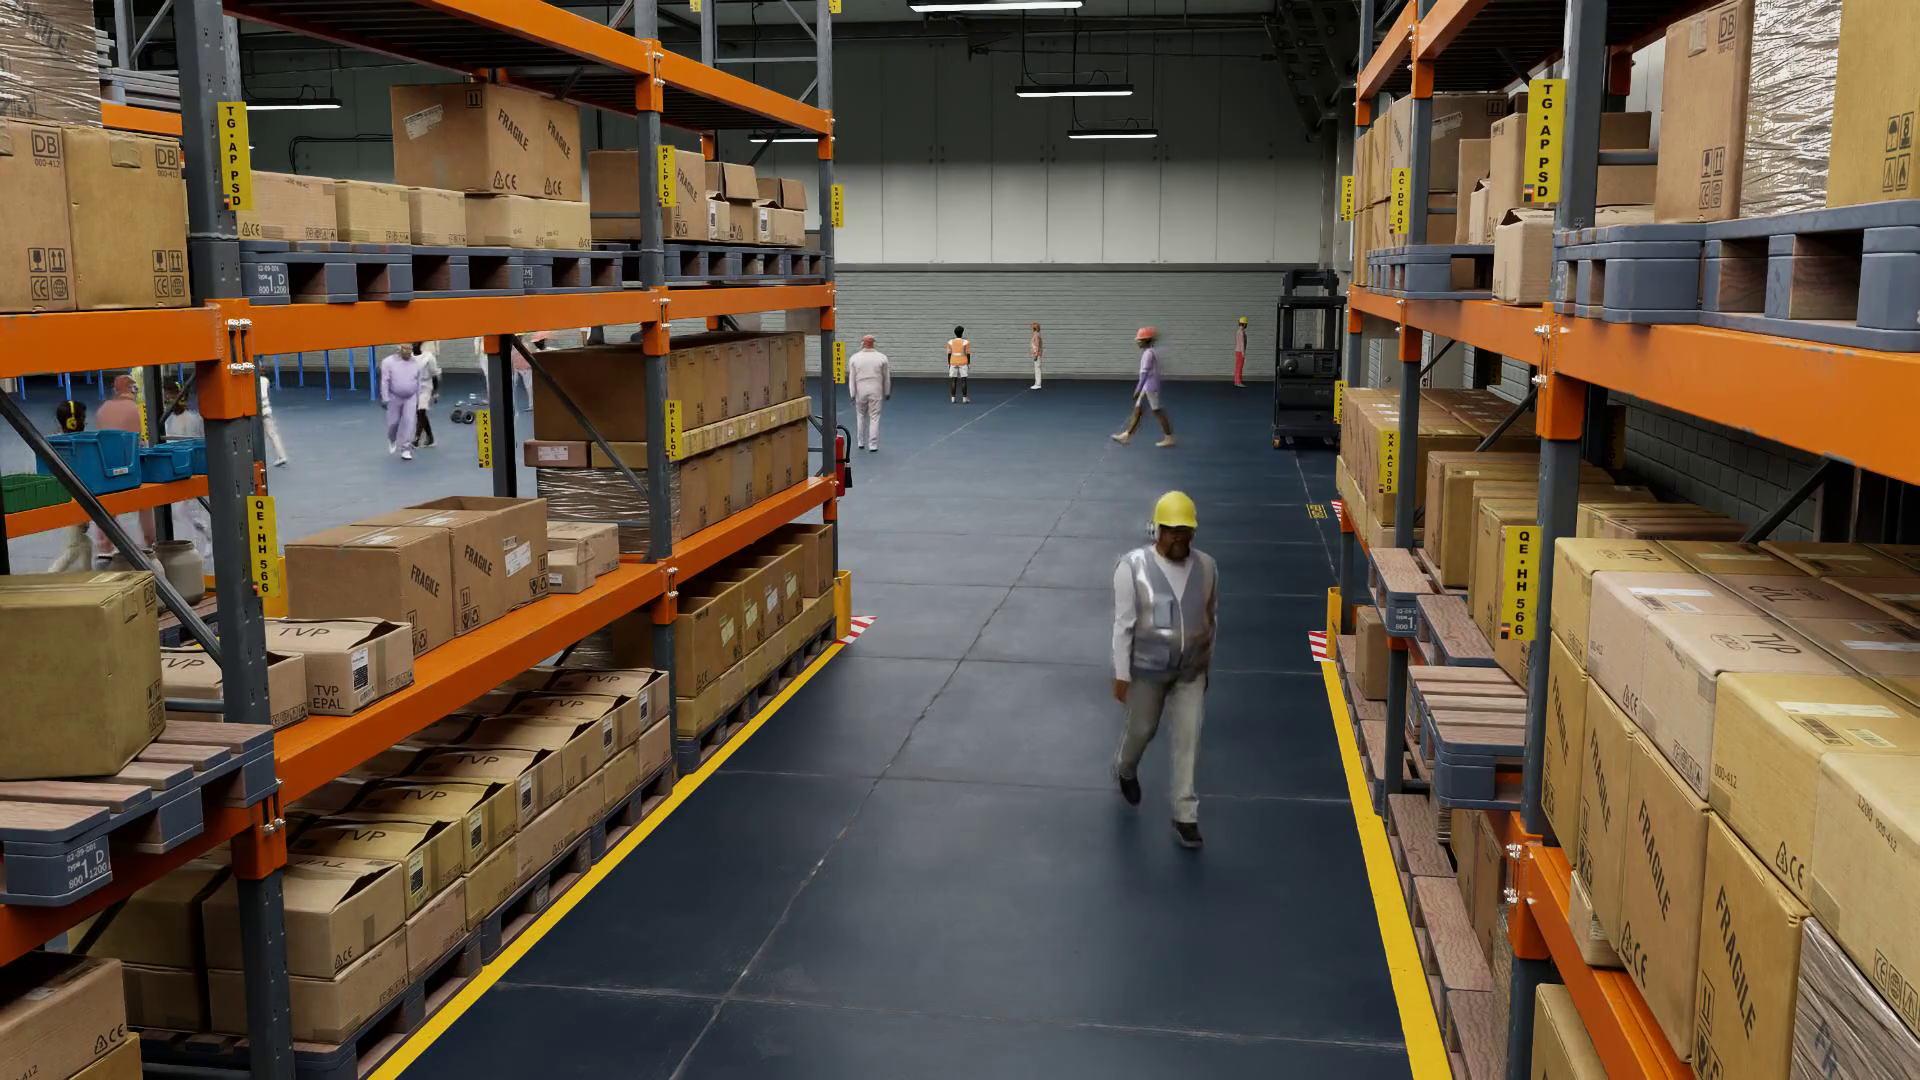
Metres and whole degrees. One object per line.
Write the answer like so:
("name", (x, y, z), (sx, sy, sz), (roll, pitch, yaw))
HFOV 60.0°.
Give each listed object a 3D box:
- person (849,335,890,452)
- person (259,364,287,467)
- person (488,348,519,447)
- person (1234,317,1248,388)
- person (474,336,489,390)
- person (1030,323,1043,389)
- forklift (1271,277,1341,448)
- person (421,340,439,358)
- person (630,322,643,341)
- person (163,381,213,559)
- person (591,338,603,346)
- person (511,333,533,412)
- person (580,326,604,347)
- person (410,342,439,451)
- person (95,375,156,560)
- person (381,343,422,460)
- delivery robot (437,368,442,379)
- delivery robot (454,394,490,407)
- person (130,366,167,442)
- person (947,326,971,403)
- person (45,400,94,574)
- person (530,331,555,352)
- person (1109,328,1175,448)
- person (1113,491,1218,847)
("person", (-1.474, -2.403, 27.186), (0.649, 1.868, 0.858), (0, 9, 1))
("person", (-10.479, -1.892, 24.870), (0.877, 1.593, 0.519), (4, 10, 24))
("person", (-7.502, -2.401, 27.329), (0.630, 1.811, 0.445), (7, 12, 38))
("person", (7.070, -4.717, 41.757), (0.309, 1.769, 0.523), (0, 9, -3))
("person", (-11.521, -4.615, 40.642), (0.626, 1.924, 0.706), (-6, 11, -32))
("person", (1.893, -4.554, 41.146), (0.315, 1.638, 0.515), (0, 9, 2))
("forklift", (5.847, -3.016, 27.970), (1.129, 2.768, 1.873), (1, 9, 9))
("person", (-13.728, -4.863, 43.142), (0.662, 1.608, 0.512), (8, 12, 40))
("person", (-6.580, -3.690, 34.713), (0.625, 1.992, 0.388), (-5, 10, -26))
("person", (-7.584, -0.637, 16.332), (0.509, 1.852, 0.546), (-8, 12, -39))
("person", (-6.729, -2.965, 31.226), (0.535, 1.674, 0.707), (8, 12, 42))
("person", (-9.160, -3.508, 34.429), (0.543, 1.727, 0.876), (4, 10, 26))
("person", (-9.446, -5.035, 43.004), (0.536, 2.000, 0.672), (6, 11, 31))
("person", (-8.897, -2.438, 27.251), (0.610, 1.912, 1.011), (3, 10, 17))
("person", (-8.489, -0.747, 16.976), (0.661, 1.858, 0.886), (3, 10, 20))
("person", (-8.727, -2.216, 25.994), (0.668, 1.876, 0.701), (-5, 10, -28))
("delivery robot", (-13.732, -4.340, 42.997), (0.707, 0.478, 0.477), (7, 11, 36))
("delivery robot", (-9.407, -2.701, 32.090), (0.698, 0.223, 0.335), (-9, 13, -44))
("person", (-12.430, -2.072, 25.307), (0.790, 1.816, 0.644), (-7, 12, -38))
("person", (-0.024, -3.885, 36.832), (0.537, 1.695, 0.321), (2, 9, 12))
("person", (-7.638, -0.274, 14.182), (0.537, 1.833, 0.878), (5, 11, 30))
("person", (-7.167, -2.741, 29.161), (0.608, 1.898, 0.722), (7, 11, 35))
("person", (3.062, -2.511, 27.525), (1.097, 1.974, 0.613), (1, 9, 4))
("person", (1.061, 0.624, 8.701), (0.595, 1.809, 0.822), (-2, 9, -12))
